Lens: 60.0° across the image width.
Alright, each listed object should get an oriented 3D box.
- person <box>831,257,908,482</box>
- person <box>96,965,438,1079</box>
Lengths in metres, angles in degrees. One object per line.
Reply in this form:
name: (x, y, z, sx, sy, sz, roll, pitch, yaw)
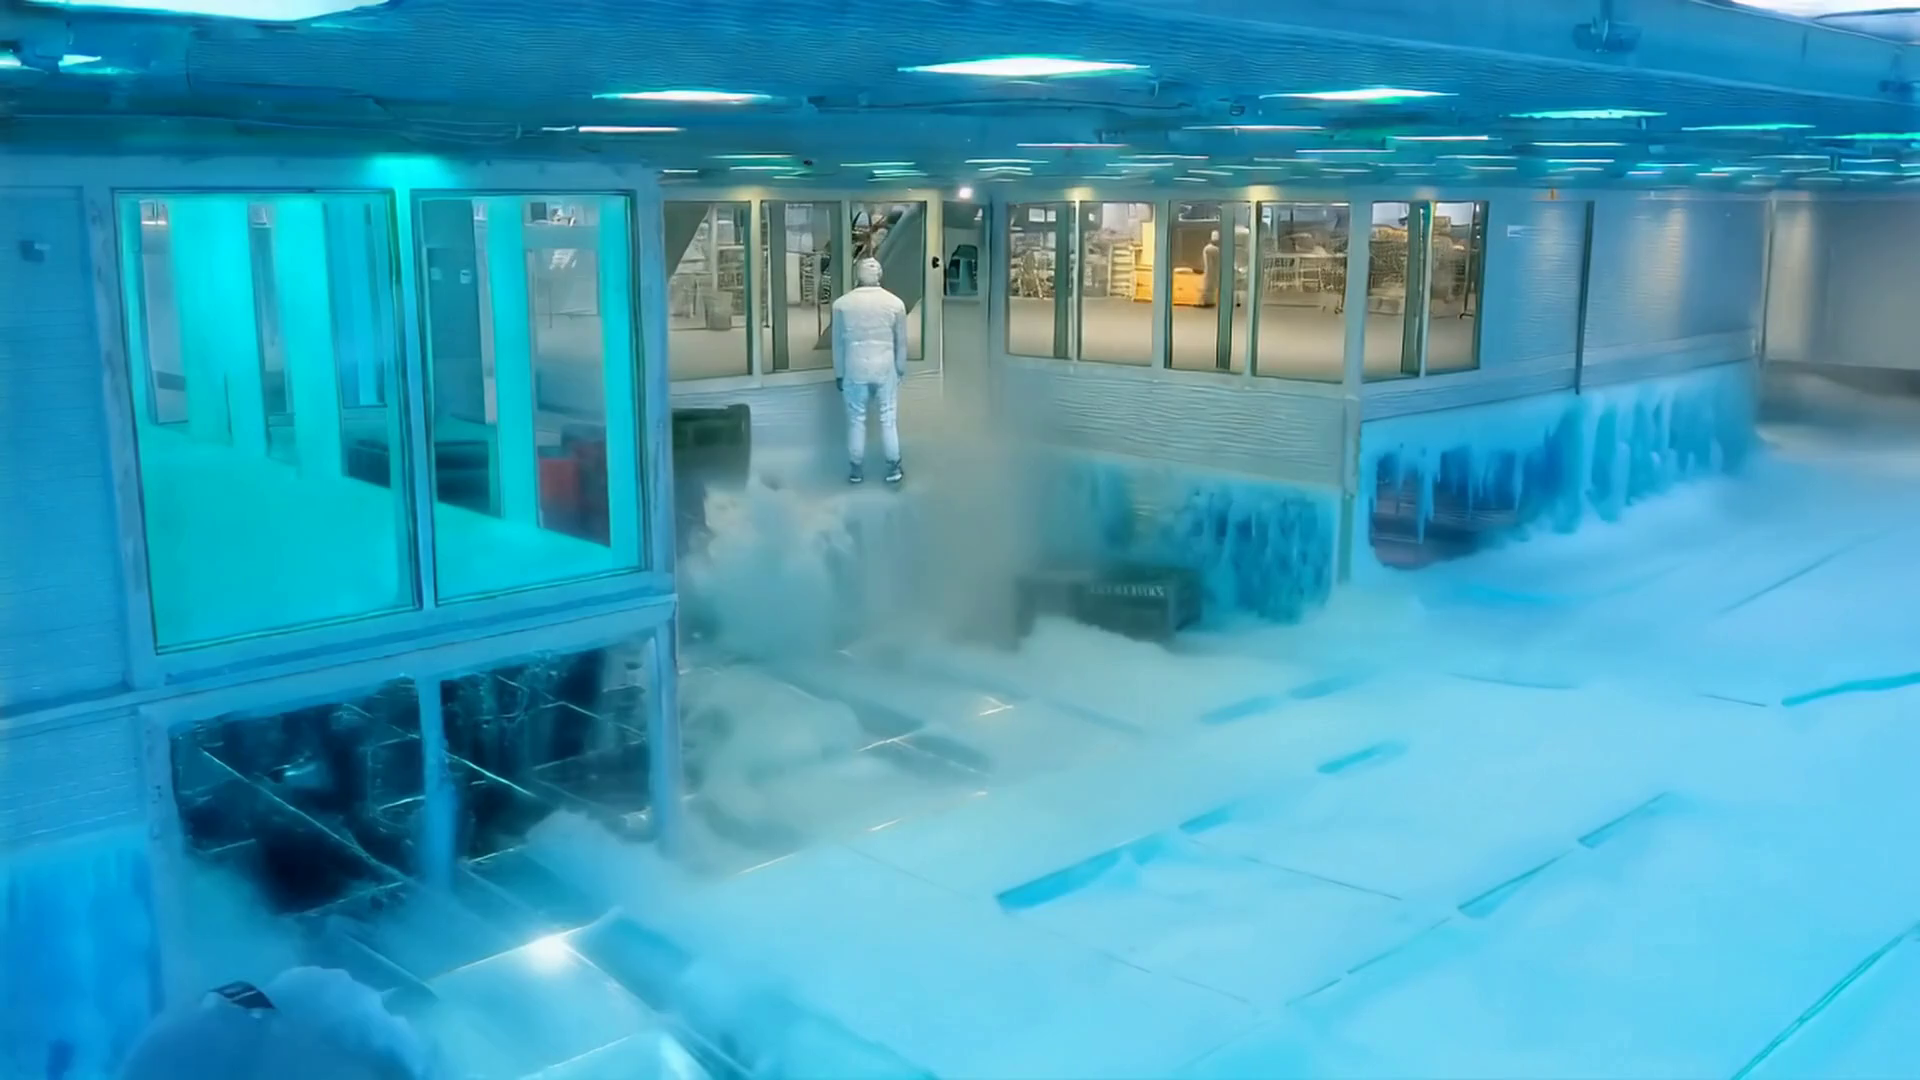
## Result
person: (-0.761, -1.439, 14.173, 0.640, 1.910, 0.401, 1, 11, 4)
person: (-0.405, 1.181, 1.193, 0.504, 1.861, 0.330, 11, 15, 43)
